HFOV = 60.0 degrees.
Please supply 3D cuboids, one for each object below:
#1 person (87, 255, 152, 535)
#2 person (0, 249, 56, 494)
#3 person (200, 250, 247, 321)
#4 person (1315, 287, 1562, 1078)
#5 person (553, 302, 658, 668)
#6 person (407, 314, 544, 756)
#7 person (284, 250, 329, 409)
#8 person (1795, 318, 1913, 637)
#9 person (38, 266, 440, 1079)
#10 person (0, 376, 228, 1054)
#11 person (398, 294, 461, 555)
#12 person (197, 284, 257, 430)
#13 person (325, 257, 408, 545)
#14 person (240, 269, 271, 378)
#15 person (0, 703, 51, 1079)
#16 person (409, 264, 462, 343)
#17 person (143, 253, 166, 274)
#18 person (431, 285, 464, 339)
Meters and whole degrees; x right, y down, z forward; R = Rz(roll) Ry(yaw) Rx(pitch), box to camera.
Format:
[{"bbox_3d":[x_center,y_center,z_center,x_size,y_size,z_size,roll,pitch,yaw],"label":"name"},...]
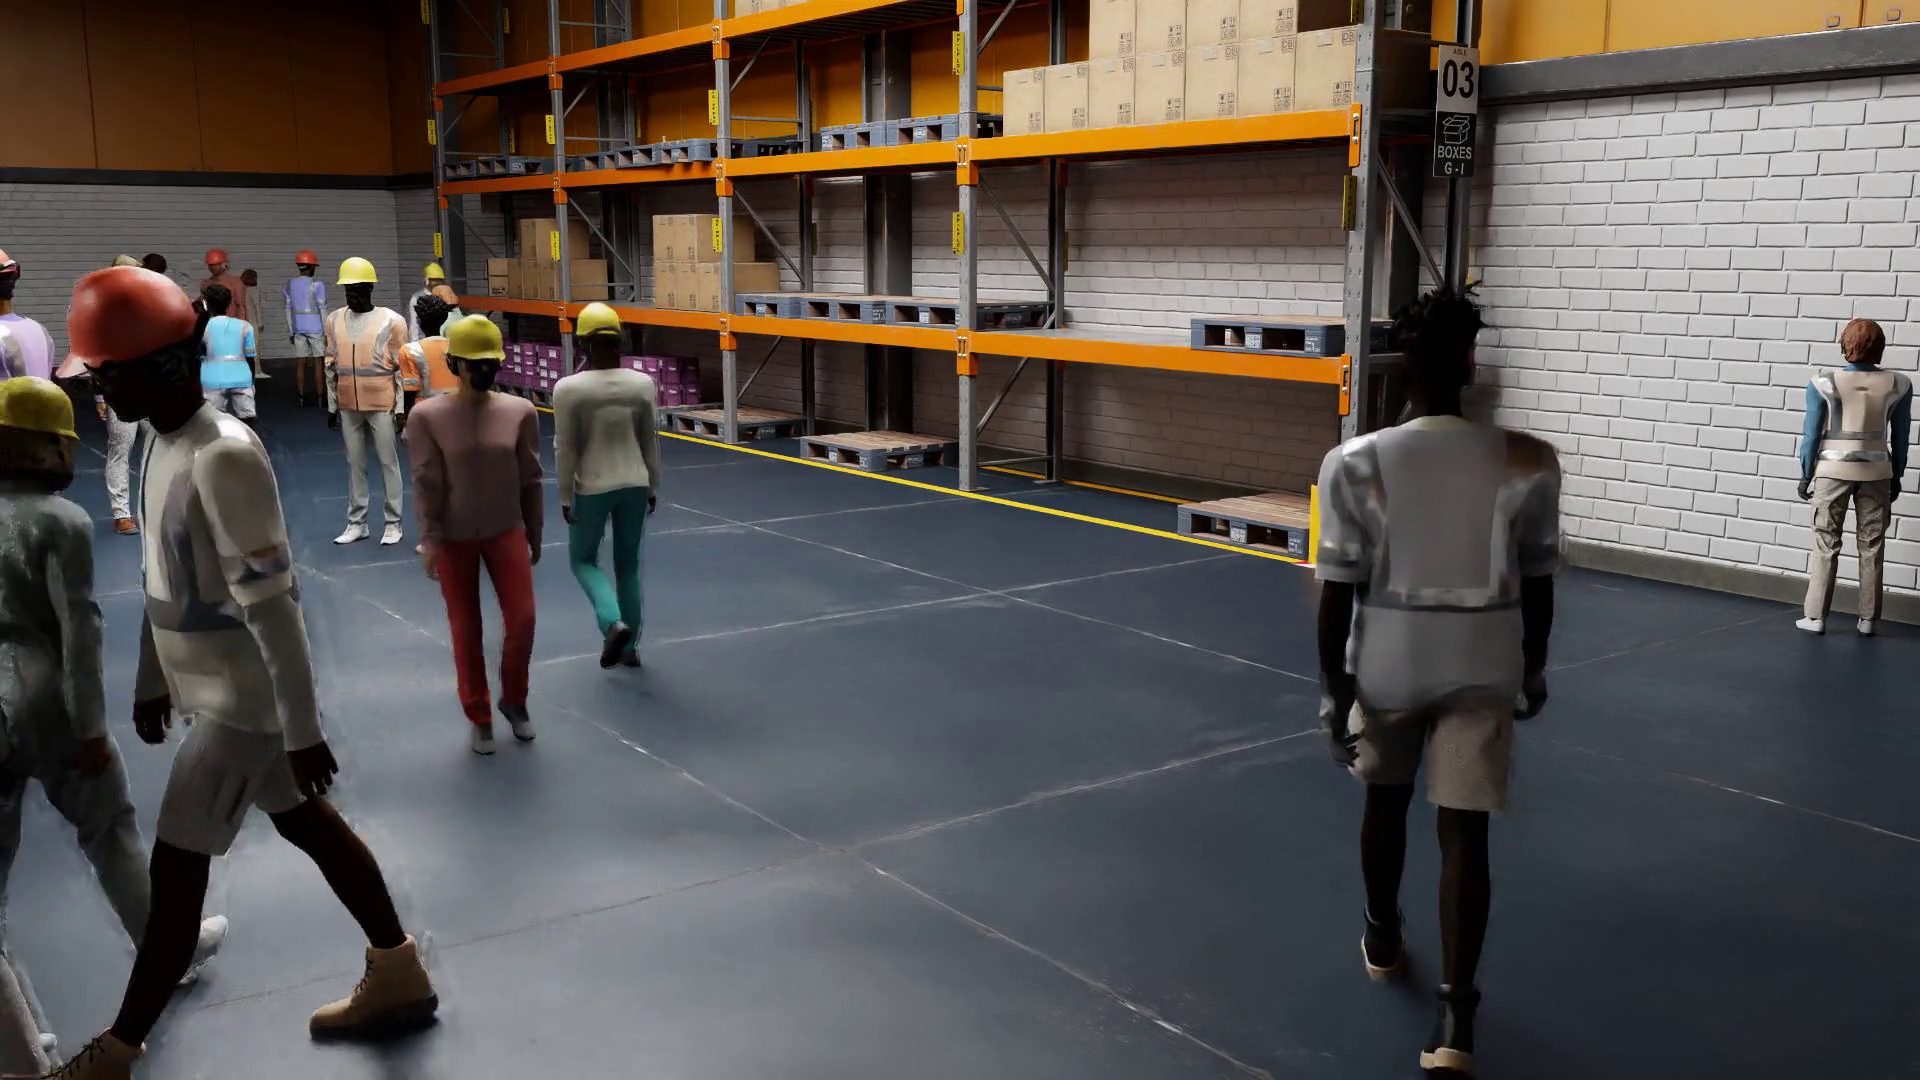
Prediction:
[{"bbox_3d":[-5.781,-1.017,11.671,0.370,1.941,0.627,7,12,36],"label":"person"},{"bbox_3d":[-4.261,-0.308,7.440,0.391,2.033,0.605,-2,10,-9],"label":"person"},{"bbox_3d":[-9.432,-2.737,21.340,0.616,1.944,1.031,0,10,1],"label":"person"},{"bbox_3d":[1.196,0.329,4.195,0.609,1.924,0.989,2,10,14],"label":"person"},{"bbox_3d":[-1.639,-0.234,7.829,0.530,1.755,0.472,-7,12,-33],"label":"person"},{"bbox_3d":[-1.885,-0.008,6.545,0.525,1.750,0.390,-5,11,-25],"label":"person"},{"bbox_3d":[-7.988,-2.581,20.443,0.552,1.932,0.377,2,10,10],"label":"person"},{"bbox_3d":[4.589,-0.312,8.559,0.514,1.641,0.307,2,10,11],"label":"person"},{"bbox_3d":[-1.763,0.354,3.901,1.080,1.969,0.690,-7,12,-33],"label":"person"},{"bbox_3d":[-2.301,0.434,4.224,0.511,1.685,0.869,2,10,10],"label":"person"},{"bbox_3d":[-3.391,-0.743,10.813,0.318,1.695,0.540,9,13,40],"label":"person"},{"bbox_3d":[-6.144,-1.292,13.918,0.533,1.691,0.322,-8,13,-39],"label":"person"},{"bbox_3d":[-3.983,-0.922,11.167,0.585,1.929,0.370,2,10,8],"label":"person"},{"bbox_3d":[-10.646,-3.244,25.000,0.501,1.632,0.285,6,12,32],"label":"person"},{"bbox_3d":[-2.455,0.564,3.748,0.865,1.589,0.527,1,10,8],"label":"person"},{"bbox_3d":[-5.983,-2.286,19.204,0.924,1.781,0.592,9,13,40],"label":"person"},{"bbox_3d":[-8.069,-1.933,16.857,0.392,1.920,0.593,-1,10,-4],"label":"person"},{"bbox_3d":[-4.907,-1.633,16.011,0.289,1.626,0.498,3,10,15],"label":"person"}]
